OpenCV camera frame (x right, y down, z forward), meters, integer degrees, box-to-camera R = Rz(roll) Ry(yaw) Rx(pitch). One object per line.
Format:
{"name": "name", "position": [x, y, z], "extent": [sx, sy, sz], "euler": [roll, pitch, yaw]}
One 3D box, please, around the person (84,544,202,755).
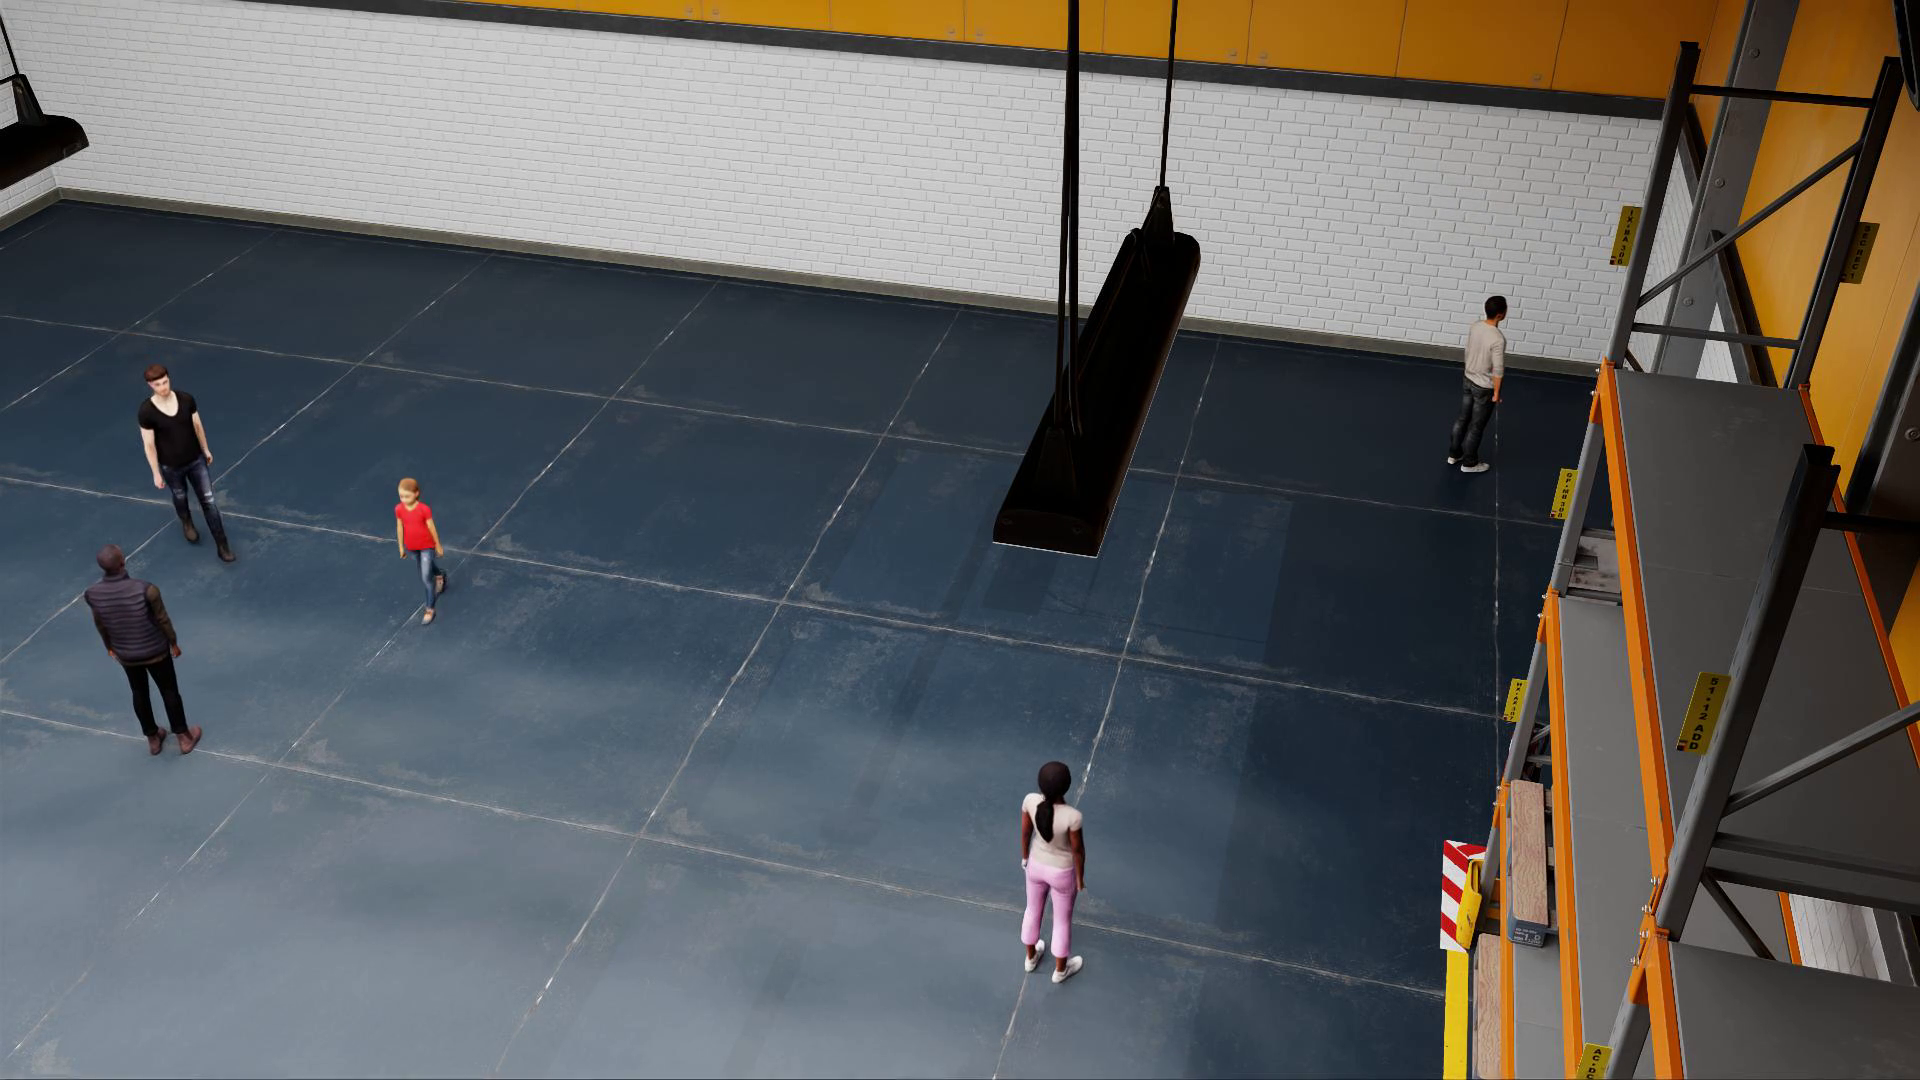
{"name": "person", "position": [-6.091, 0.817, 12.366], "extent": [0.755, 1.834, 0.688], "euler": [-2, 34, -3]}

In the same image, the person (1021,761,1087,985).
{"name": "person", "position": [0.579, 2.088, 10.536], "extent": [0.635, 1.742, 0.594], "euler": [18, 38, 25]}

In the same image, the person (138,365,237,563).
{"name": "person", "position": [-6.903, -0.725, 14.673], "extent": [1.263, 1.849, 1.227], "euler": [-24, 40, -31]}

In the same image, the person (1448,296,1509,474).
{"name": "person", "position": [4.961, -1.500, 15.872], "extent": [0.796, 1.811, 0.702], "euler": [-13, 36, -19]}

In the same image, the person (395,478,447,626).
{"name": "person", "position": [-4.535, 0.008, 14.072], "extent": [0.555, 1.294, 0.900], "euler": [5, 34, 8]}
